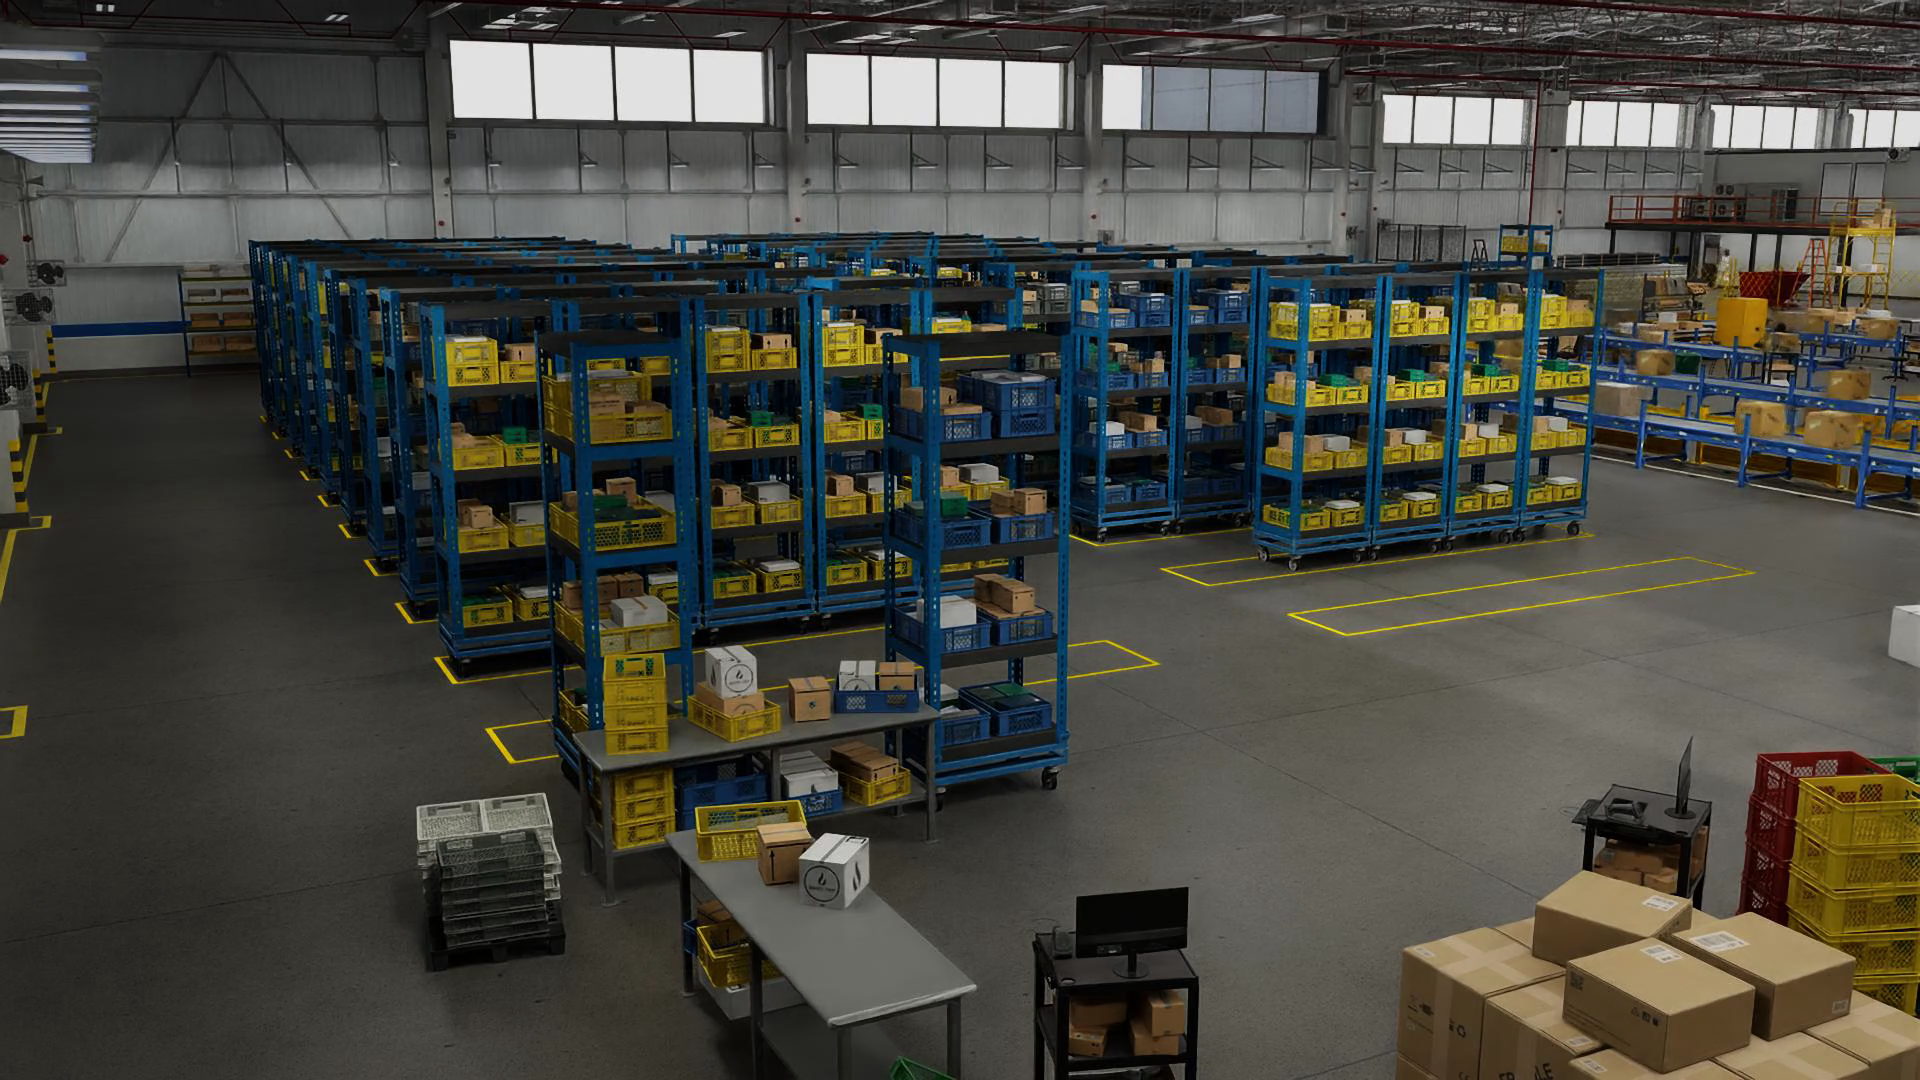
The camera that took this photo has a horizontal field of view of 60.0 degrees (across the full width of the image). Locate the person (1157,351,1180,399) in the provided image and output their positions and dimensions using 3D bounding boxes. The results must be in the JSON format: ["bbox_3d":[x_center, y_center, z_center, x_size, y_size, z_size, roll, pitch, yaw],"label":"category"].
[{"bbox_3d":[4.648,-4.067,36.821,0.638,1.911,0.406,-3,12,-12],"label":"person"}]

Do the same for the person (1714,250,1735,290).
[{"bbox_3d":[34.329,-12.104,74.618,0.595,1.828,1.004,-7,14,-29],"label":"person"}]

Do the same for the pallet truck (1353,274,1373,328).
[{"bbox_3d":[13.011,-8.050,55.243,0.823,1.965,1.885,-7,14,-28],"label":"pallet truck"}]
